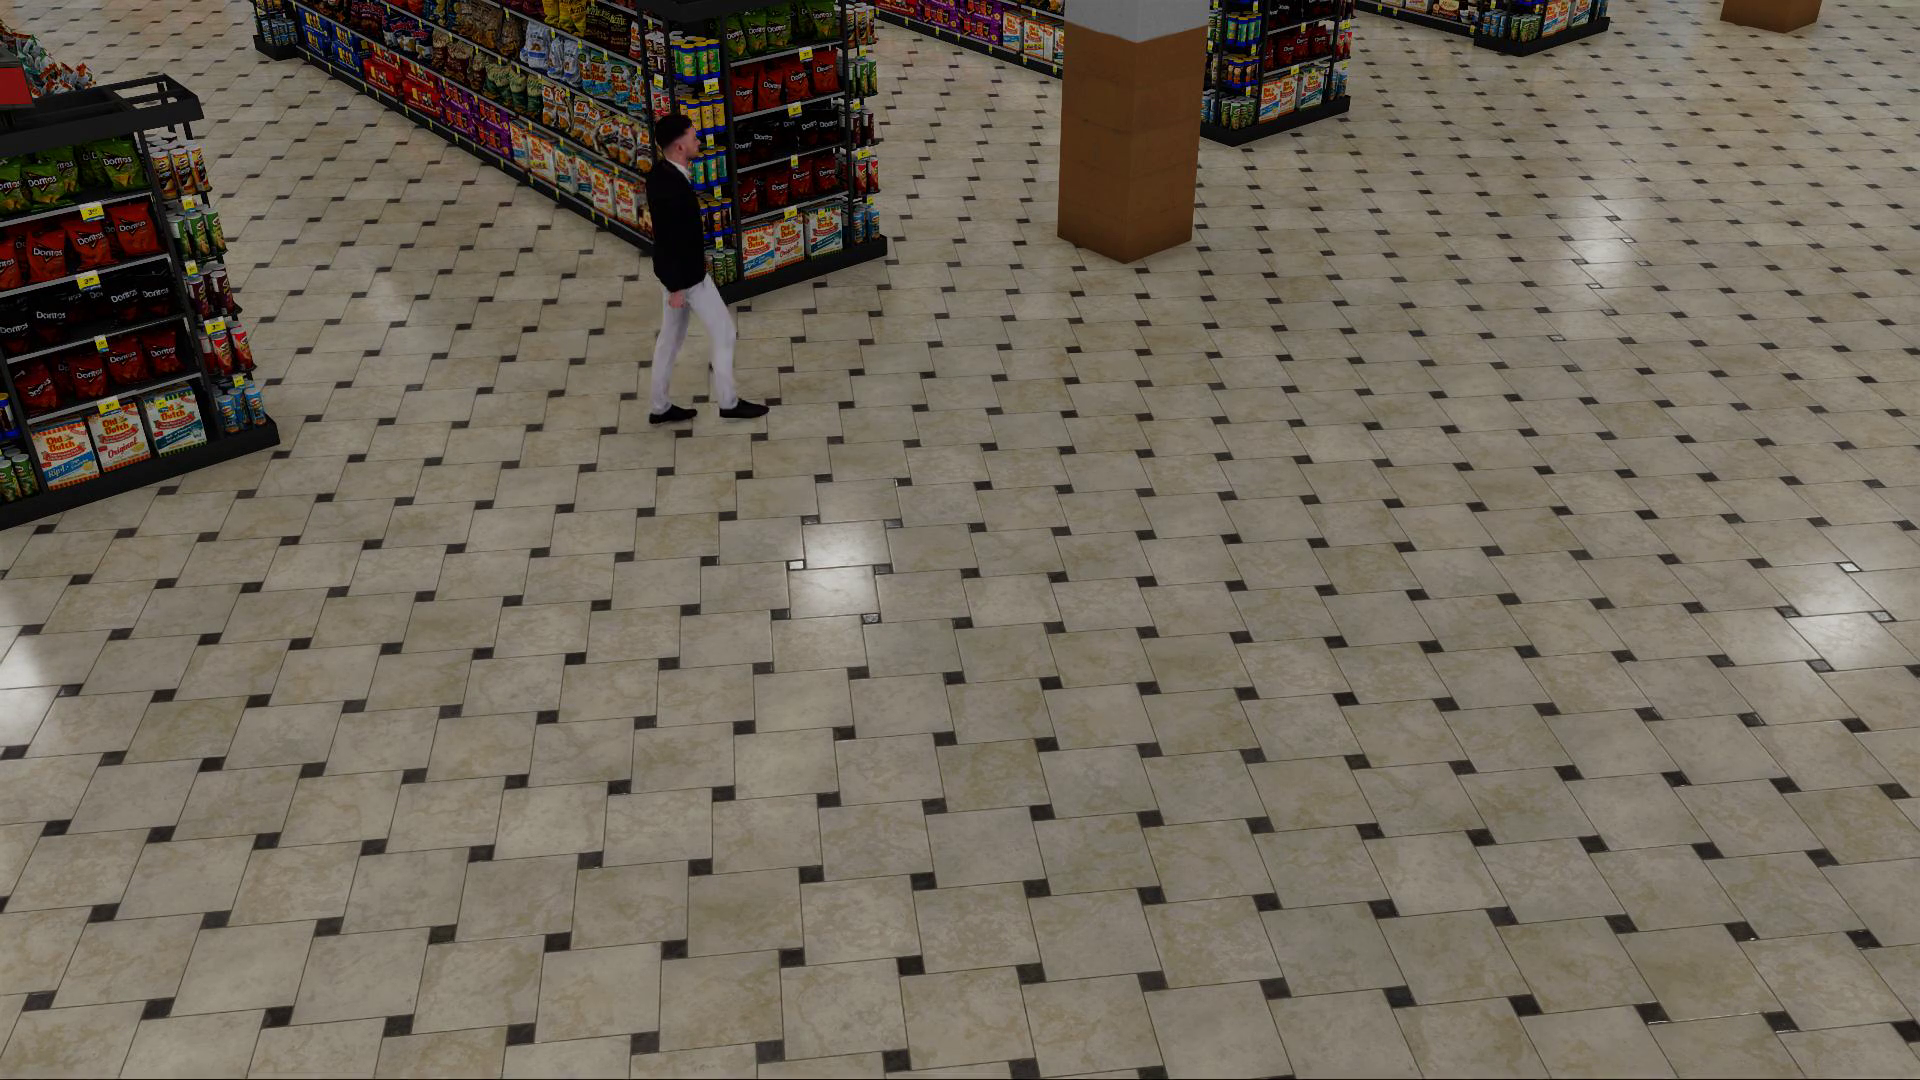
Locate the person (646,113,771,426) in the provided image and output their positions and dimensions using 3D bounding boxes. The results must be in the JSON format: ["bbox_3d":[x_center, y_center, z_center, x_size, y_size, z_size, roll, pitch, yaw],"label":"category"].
[{"bbox_3d":[-1.639,-1.443,9.219,0.920,1.816,0.959,-12,34,-18],"label":"person"}]
